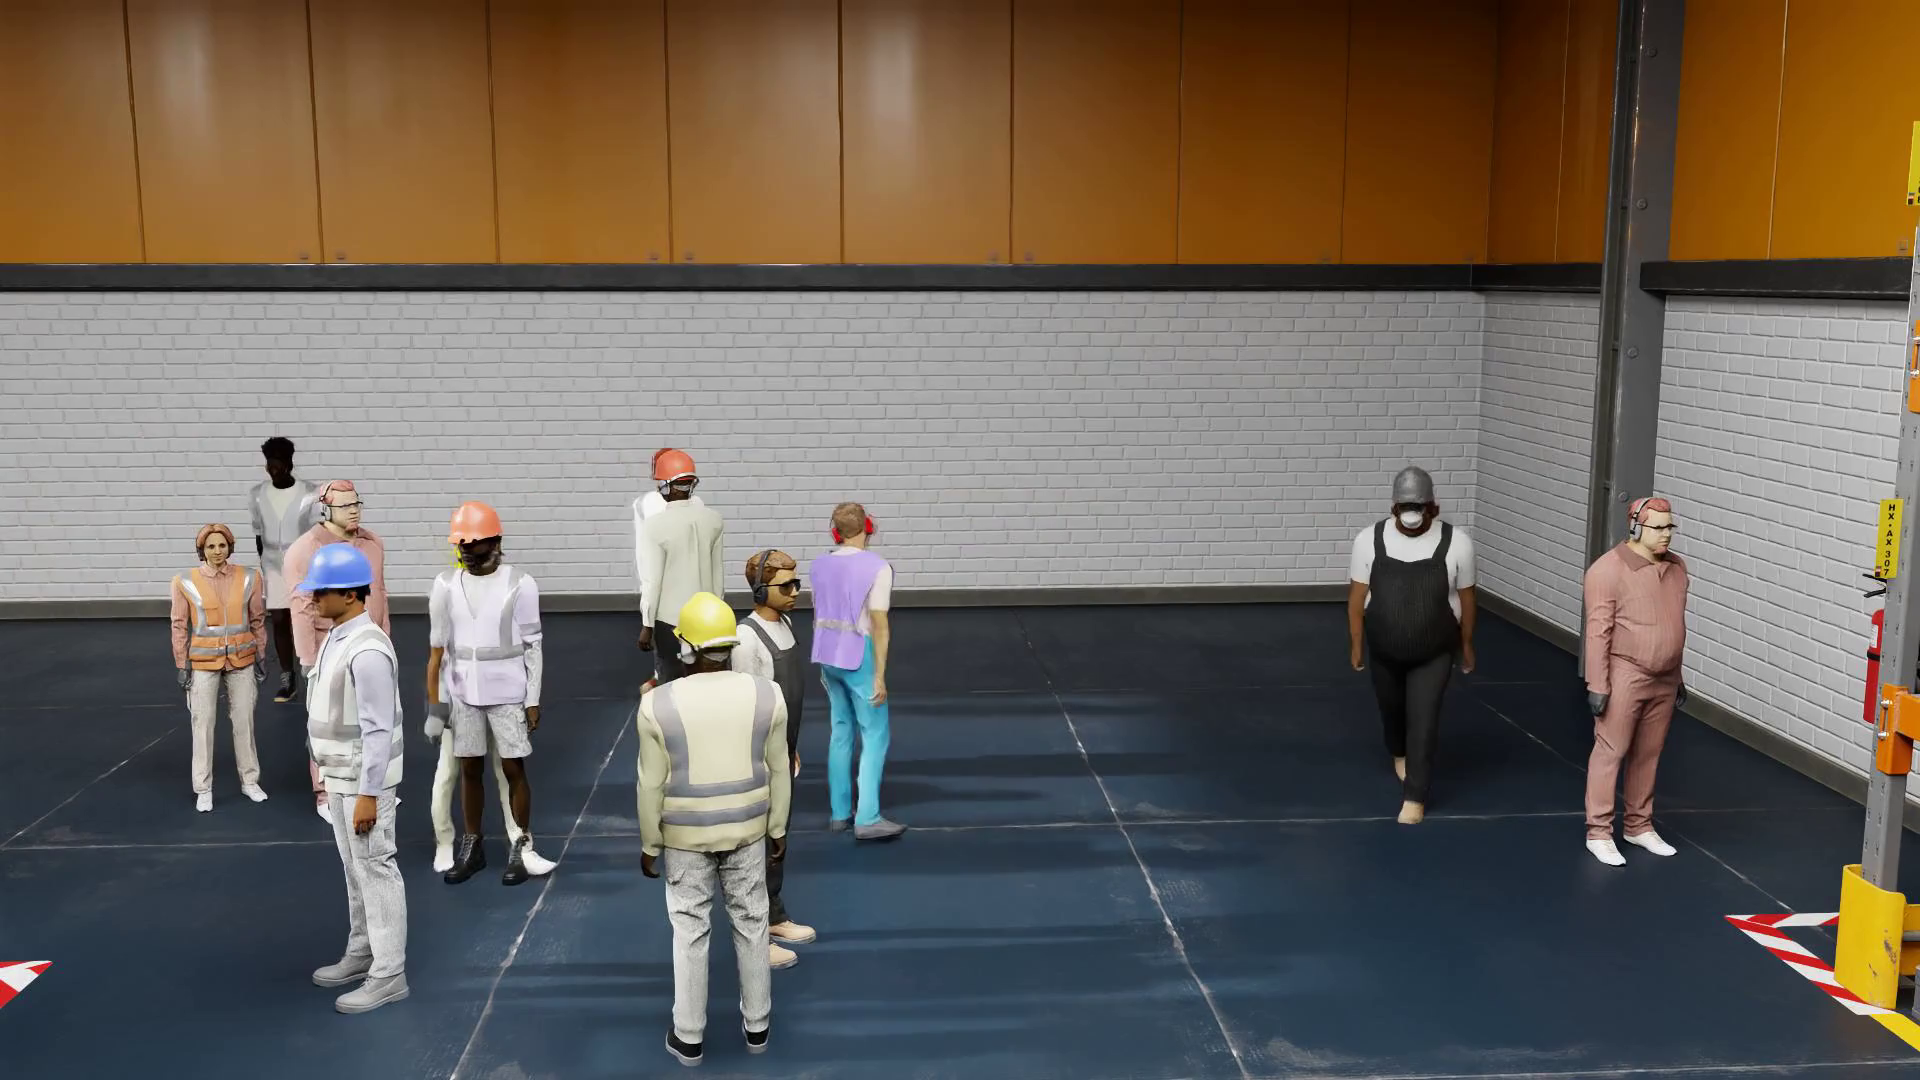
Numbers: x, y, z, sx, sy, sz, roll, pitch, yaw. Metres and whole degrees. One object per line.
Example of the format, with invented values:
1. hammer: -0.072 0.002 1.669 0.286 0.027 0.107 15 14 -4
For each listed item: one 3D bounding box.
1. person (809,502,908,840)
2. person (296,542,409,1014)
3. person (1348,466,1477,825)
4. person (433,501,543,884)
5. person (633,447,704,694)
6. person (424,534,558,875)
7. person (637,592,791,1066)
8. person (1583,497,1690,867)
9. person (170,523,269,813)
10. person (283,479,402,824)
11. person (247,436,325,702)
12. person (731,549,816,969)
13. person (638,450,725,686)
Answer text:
1. person: -0.581 0.702 9.052 0.630 1.803 0.454 7 12 38
2. person: -2.510 0.969 6.921 0.382 1.949 0.605 -6 11 -34
3. person: 2.597 0.504 9.551 0.700 2.000 0.994 4 10 23
4. person: -2.352 0.762 8.254 0.550 1.935 0.376 1 9 7
5. person: -1.977 0.302 11.345 0.599 1.871 0.644 5 10 29
6. person: -2.413 0.813 8.350 0.814 1.812 0.563 8 12 40
7. person: -0.949 1.106 6.415 0.599 1.834 0.404 -3 10 -21
8. person: 3.520 0.722 8.605 0.653 1.905 0.408 -4 10 -25
9. person: -4.213 0.713 9.492 0.511 1.641 0.307 -7 11 -38
10. person: -3.417 0.610 9.305 0.407 1.910 0.639 5 10 28
11. person: -4.799 0.164 12.137 0.621 1.914 0.875 0 9 -1
12. person: -0.837 0.950 7.364 0.330 1.844 0.520 2 9 14
13. person: -1.686 0.451 10.028 0.384 1.993 0.623 8 12 40
